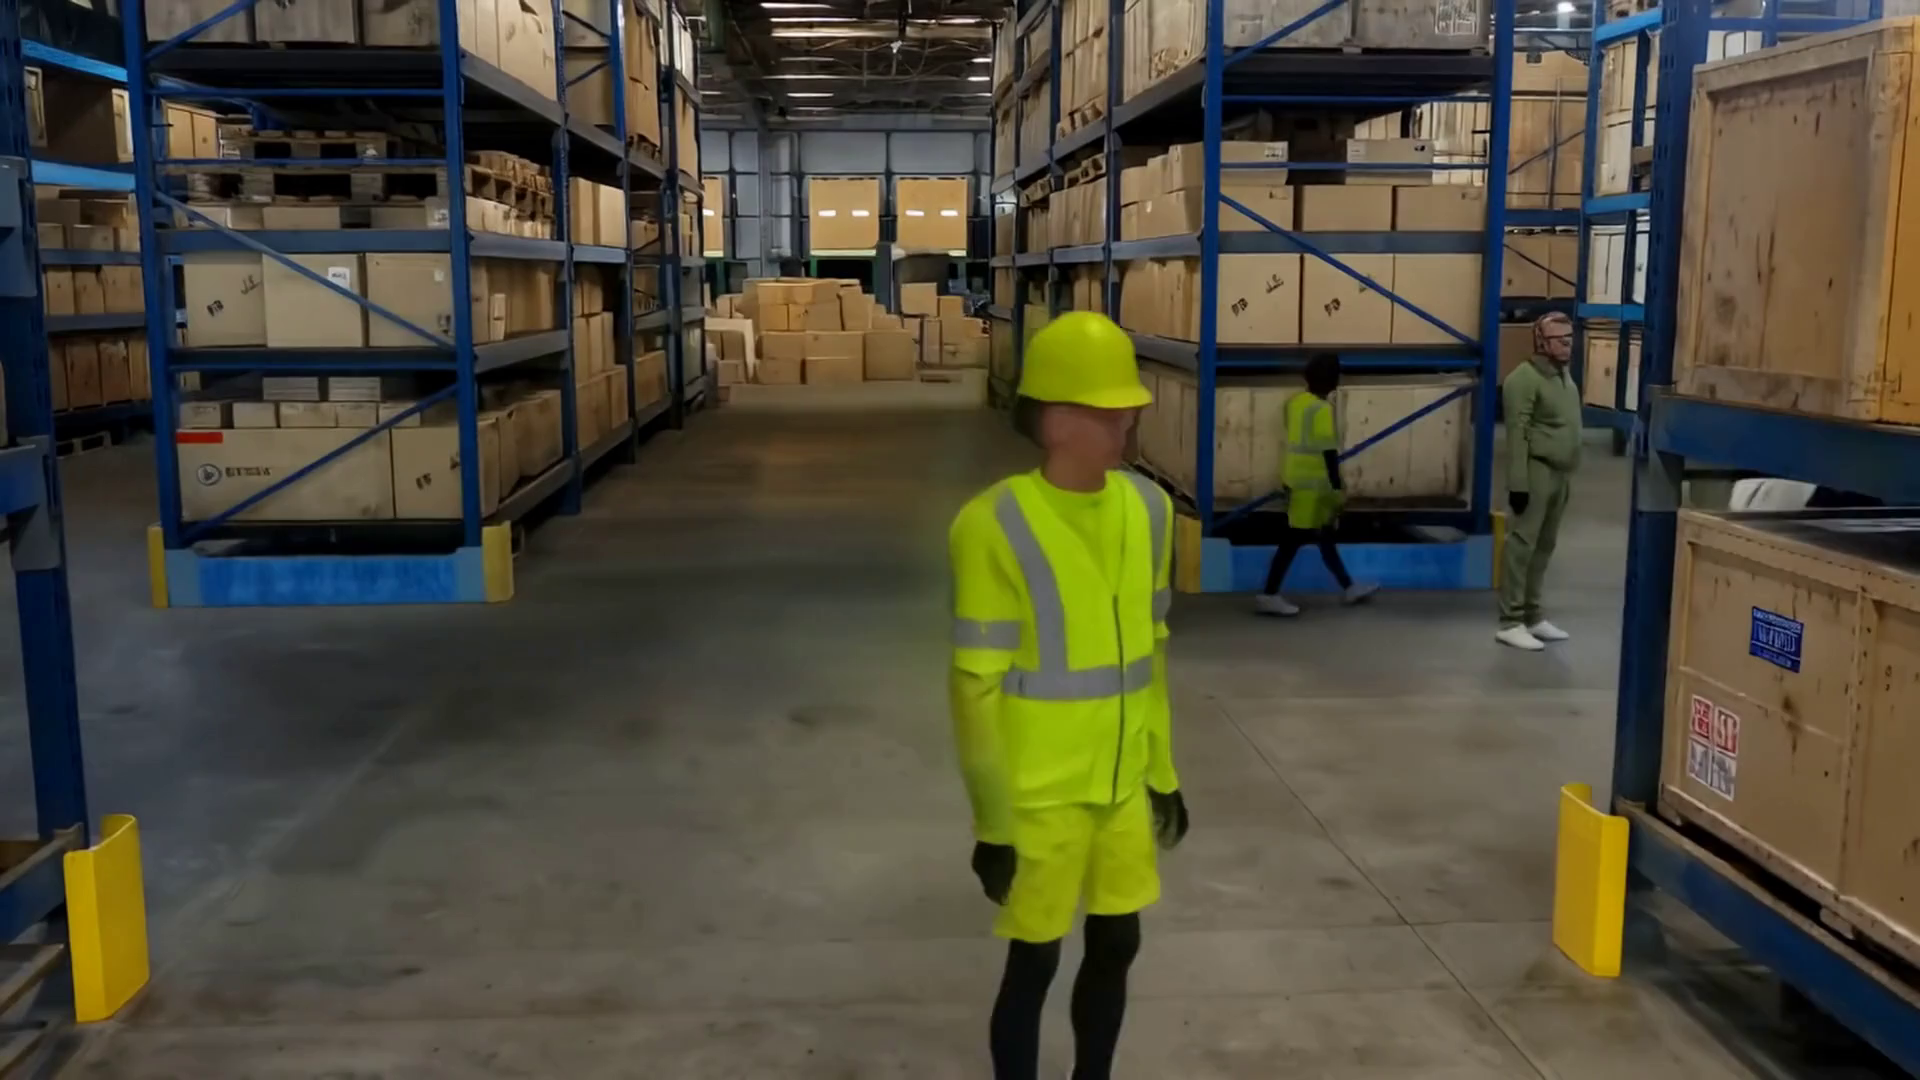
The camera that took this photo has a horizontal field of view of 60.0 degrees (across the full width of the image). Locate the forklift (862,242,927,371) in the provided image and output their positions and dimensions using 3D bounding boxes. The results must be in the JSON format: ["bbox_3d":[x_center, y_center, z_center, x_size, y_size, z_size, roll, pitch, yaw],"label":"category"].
[{"bbox_3d":[-1.688,-5.088,36.276,1.873,2.768,1.129,-1,9,-4],"label":"forklift"}]

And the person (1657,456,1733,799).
[{"bbox_3d":[2.959,0.141,6.570,0.657,1.876,0.674,-2,9,-12],"label":"person"}]

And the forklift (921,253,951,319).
[{"bbox_3d":[-0.754,-7.703,52.695,1.129,2.768,1.873,-5,10,-30],"label":"forklift"}]

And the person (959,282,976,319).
[{"bbox_3d":[0.193,-6.538,48.414,0.551,1.916,0.747,-4,10,-23],"label":"person"}]

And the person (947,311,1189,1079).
[{"bbox_3d":[0.262,0.521,3.688,0.611,2.043,0.382,-7,12,-39],"label":"person"}]

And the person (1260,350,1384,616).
[{"bbox_3d":[2.268,-0.346,10.327,0.875,1.646,0.544,-1,9,-5],"label":"person"}]

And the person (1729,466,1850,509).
[{"bbox_3d":[2.825,0.262,6.000,0.841,1.809,0.581,0,9,-2],"label":"person"}]

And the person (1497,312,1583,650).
[{"bbox_3d":[3.339,-0.340,9.513,0.400,1.907,0.644,8,12,43],"label":"person"}]

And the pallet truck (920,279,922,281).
[{"bbox_3d":[-0.932,-8.922,63.114,1.885,1.965,0.823,2,9,13],"label":"pallet truck"}]
